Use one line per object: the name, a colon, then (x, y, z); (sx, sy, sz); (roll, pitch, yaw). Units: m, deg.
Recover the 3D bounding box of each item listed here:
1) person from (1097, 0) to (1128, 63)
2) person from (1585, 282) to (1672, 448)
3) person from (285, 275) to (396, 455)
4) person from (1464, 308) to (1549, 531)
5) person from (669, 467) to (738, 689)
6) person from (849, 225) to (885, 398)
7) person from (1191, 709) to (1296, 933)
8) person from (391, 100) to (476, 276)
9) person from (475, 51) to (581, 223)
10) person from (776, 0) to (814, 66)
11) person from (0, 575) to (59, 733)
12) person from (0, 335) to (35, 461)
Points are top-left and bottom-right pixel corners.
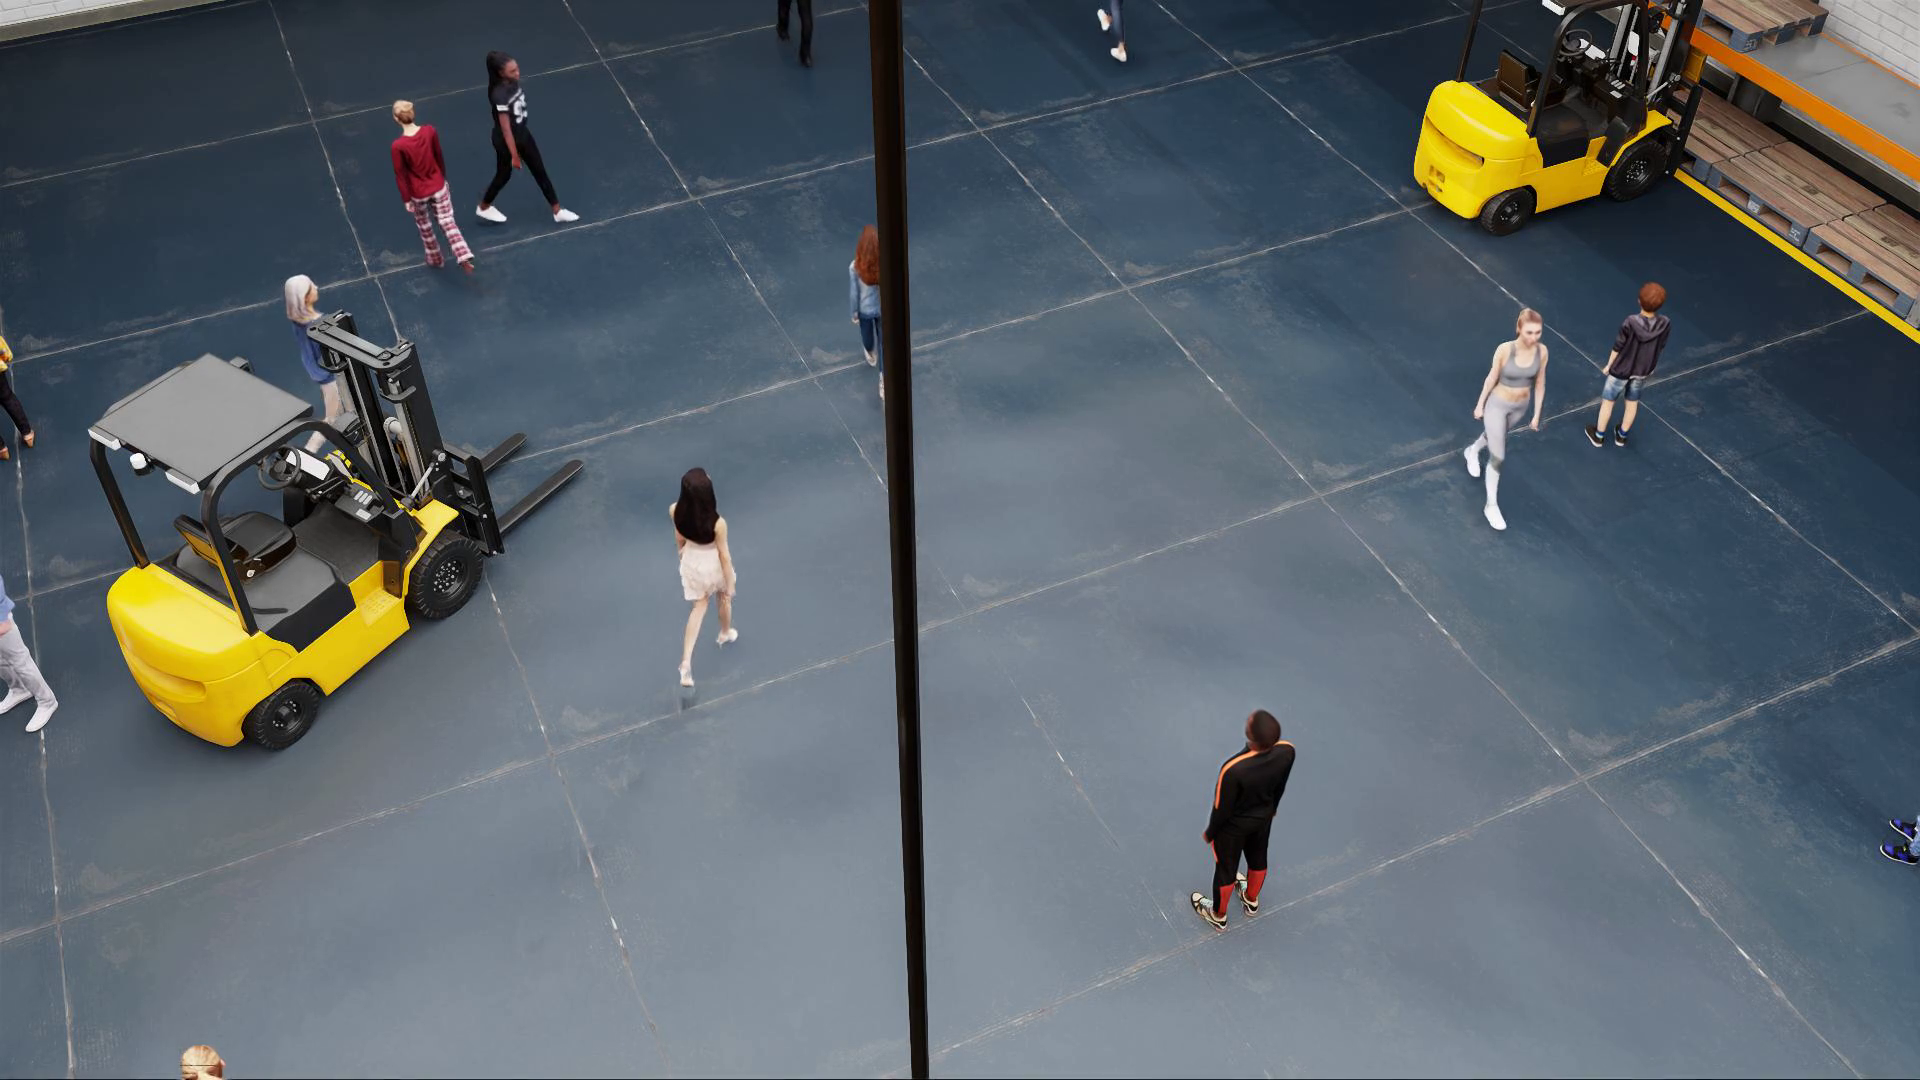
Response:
person: (1.667, -5.802, 17.121); (0.679, 1.755, 1.172); (-14, 45, -14)
person: (5.098, -1.329, 12.649); (0.614, 1.448, 0.629); (1, 44, 1)
person: (-4.752, -1.182, 12.346); (0.889, 1.663, 1.138); (-31, 52, -28)
person: (3.964, -1.002, 12.152); (0.819, 1.661, 1.181); (-4, 44, -4)
person: (-1.698, 0.260, 10.789); (0.975, 1.712, 1.023); (16, 46, 16)
person: (-0.659, -1.788, 13.127); (0.764, 1.453, 1.060); (-6, 44, -6)
person: (1.606, 1.562, 9.353); (0.607, 1.808, 0.509); (-18, 46, -18)
person: (-4.519, -2.982, 14.215); (0.773, 1.681, 0.966); (-32, 52, -29)
person: (-4.062, -3.534, 14.785); (1.164, 1.693, 1.217); (4, 44, 4)
person: (-1.668, -5.707, 17.032); (0.737, 1.740, 1.054); (-10, 45, -11)
person: (-6.179, 0.428, 10.485); (0.718, 1.888, 0.802); (19, 47, 19)
person: (-7.413, -1.313, 12.482); (0.880, 1.655, 0.837); (32, 52, 29)
